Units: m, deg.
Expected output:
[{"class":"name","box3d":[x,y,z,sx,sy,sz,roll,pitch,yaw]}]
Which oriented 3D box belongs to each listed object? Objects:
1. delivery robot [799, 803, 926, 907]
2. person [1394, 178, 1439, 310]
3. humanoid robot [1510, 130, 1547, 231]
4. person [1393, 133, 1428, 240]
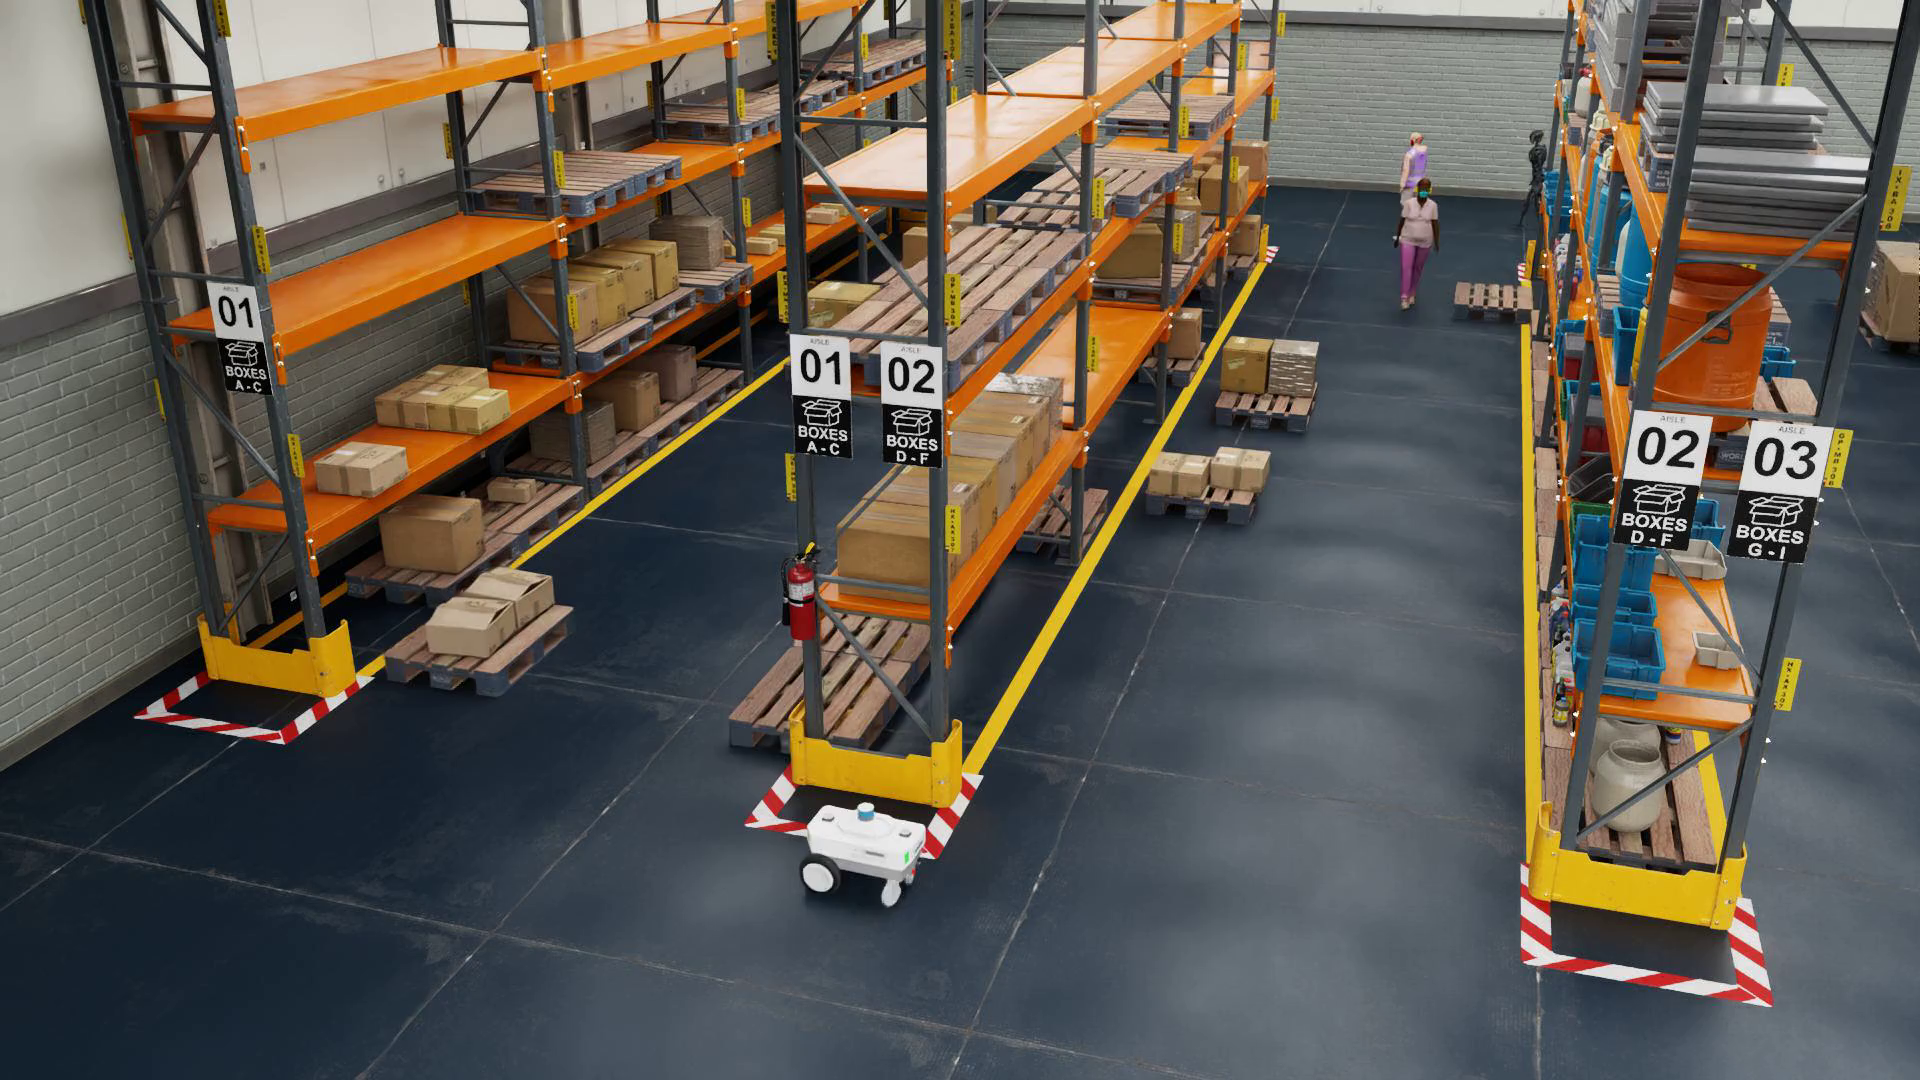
[{"class":"delivery robot","box3d":[-0.595,1.908,10.360,0.738,0.573,0.511,8,25,18]},{"class":"person","box3d":[6.205,-3.999,22.545,0.557,1.753,0.906,3,23,6]},{"class":"humanoid robot","box3d":[9.311,-5.809,26.902,0.623,1.627,0.611,5,24,11]},{"class":"person","box3d":[7.168,-5.592,26.350,0.491,1.688,0.349,-14,27,-29]}]
